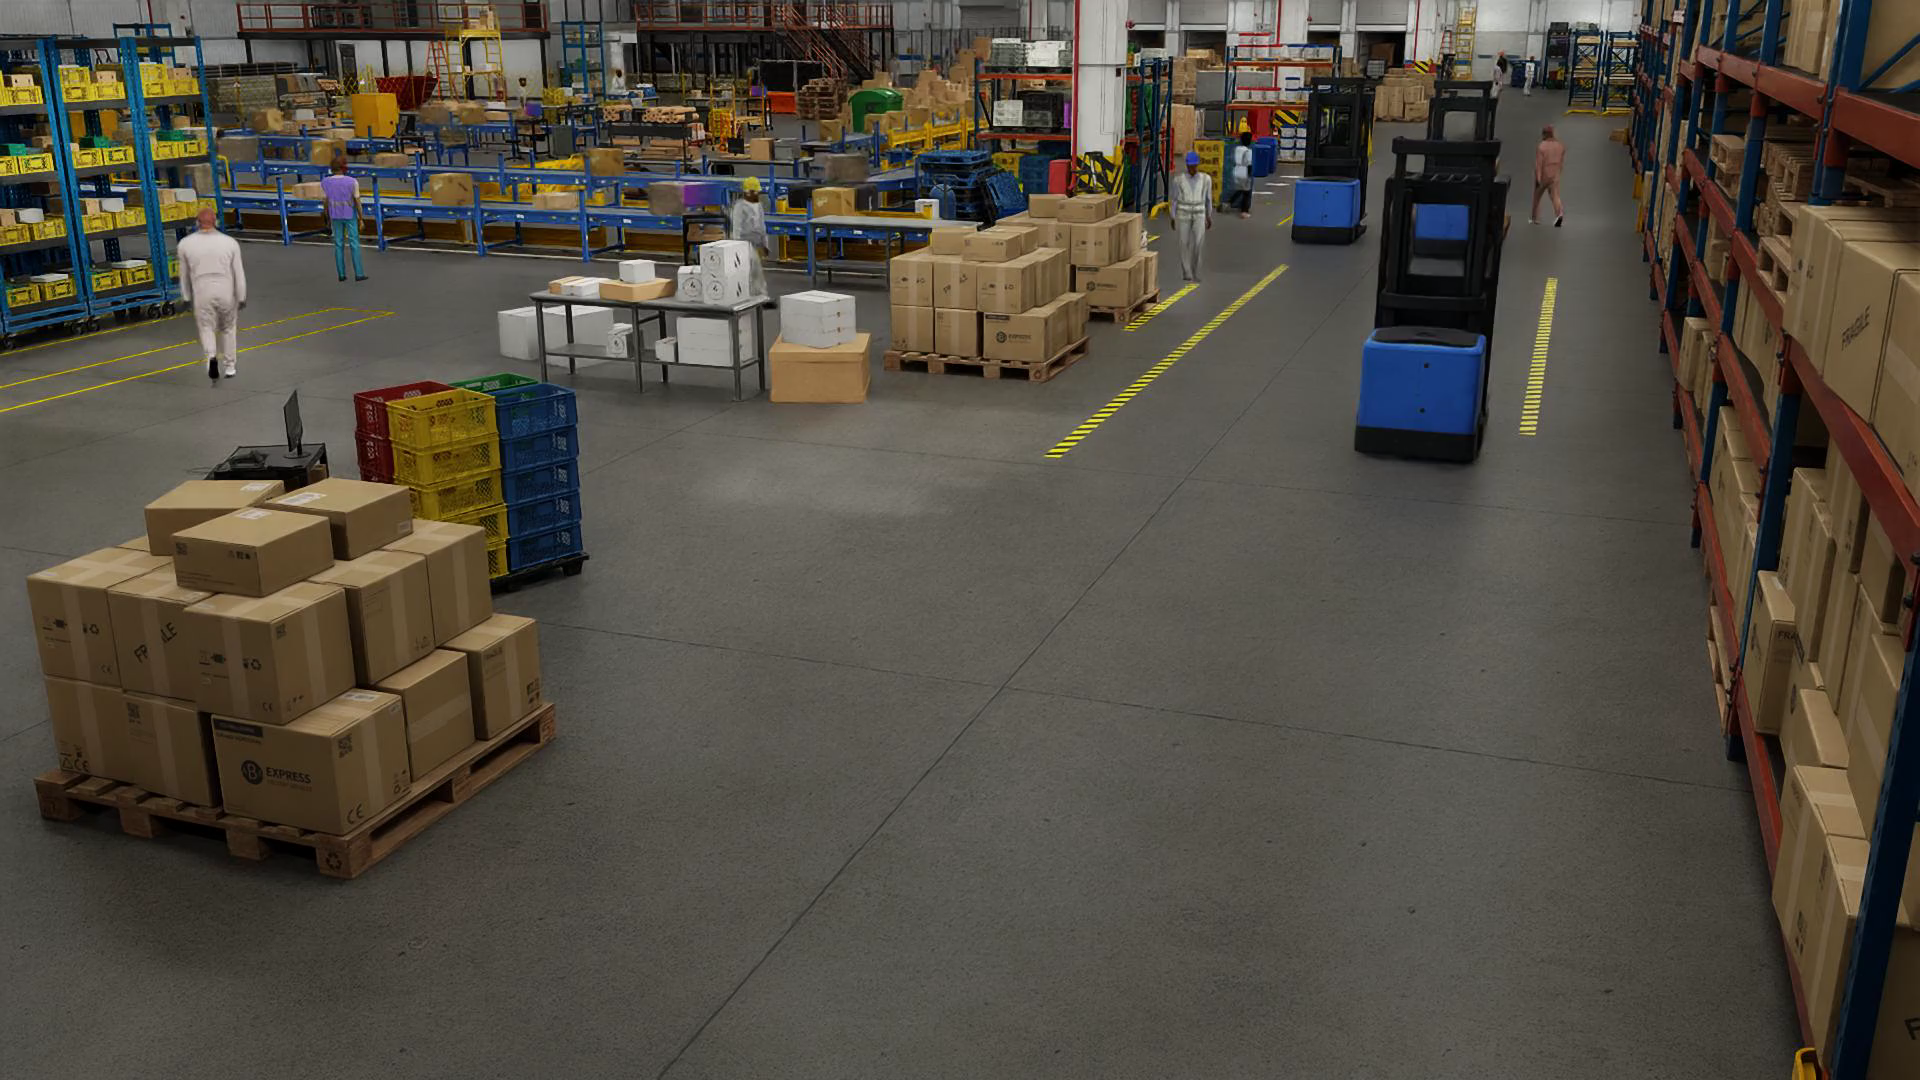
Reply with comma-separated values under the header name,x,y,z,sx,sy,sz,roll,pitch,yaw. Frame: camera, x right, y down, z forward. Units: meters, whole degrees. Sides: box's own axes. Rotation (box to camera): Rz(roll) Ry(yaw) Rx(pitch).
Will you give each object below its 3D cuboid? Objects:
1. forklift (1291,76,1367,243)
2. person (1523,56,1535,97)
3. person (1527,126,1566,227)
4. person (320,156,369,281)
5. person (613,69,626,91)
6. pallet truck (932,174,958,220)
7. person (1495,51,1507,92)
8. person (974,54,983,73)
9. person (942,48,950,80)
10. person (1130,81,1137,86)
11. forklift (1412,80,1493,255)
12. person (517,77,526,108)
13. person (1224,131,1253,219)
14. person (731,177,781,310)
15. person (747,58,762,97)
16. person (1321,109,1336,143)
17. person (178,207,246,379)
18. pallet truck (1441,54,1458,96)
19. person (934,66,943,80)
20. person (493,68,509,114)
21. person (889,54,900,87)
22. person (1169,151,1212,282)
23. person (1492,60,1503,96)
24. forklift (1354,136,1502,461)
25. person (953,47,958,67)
name,x,y,z,sx,sy,sz,roll,pitch,yaw
forklift,6.598,-6.755,29.381,1.129,2.768,1.873,6,19,19
person,26.956,-21.946,78.727,0.585,1.882,0.337,-12,21,-33
person,11.129,-6.873,31.406,0.642,1.864,0.959,-3,18,-9
person,-9.227,-4.801,24.918,0.570,1.845,0.384,-1,18,-2
person,-12.831,-16.801,62.649,0.976,1.838,0.593,7,19,21
pallet truck,-0.507,-5.292,27.348,0.653,1.274,1.630,6,19,19
person,27.208,-23.639,83.909,0.648,1.962,0.828,-7,19,-20
person,0.904,-20.987,75.470,0.569,2.029,0.616,-2,18,-5
person,-0.702,-26.006,91.392,0.633,1.941,0.465,-4,18,-12
person,9.403,-25.398,89.770,0.532,1.765,0.328,0,18,-1
forklift,8.304,-6.264,27.837,1.129,2.768,1.873,6,19,19
person,-14.231,-14.151,54.290,0.435,1.851,0.506,-9,20,-26
person,5.485,-7.110,32.433,0.455,1.682,0.554,-9,20,-25
person,-2.885,-4.047,22.659,0.957,1.788,0.597,8,19,24
person,-8.822,-19.690,71.386,0.884,2.000,0.685,11,21,31
person,10.424,-11.772,47.066,0.321,1.695,0.529,-13,22,-35
person,-8.133,-2.673,18.160,0.665,1.887,0.650,-7,19,-21
pallet truck,22.765,-21.886,78.355,0.823,1.965,1.885,-4,18,-14
person,-0.903,-17.229,63.887,0.552,1.898,0.983,-11,21,-31
person,-18.118,-17.717,65.633,0.522,1.769,0.318,-4,18,-12
person,-3.213,-23.185,82.607,0.649,1.888,0.616,7,19,22
person,3.449,-4.820,24.843,0.649,1.922,0.697,1,18,2
person,23.898,-20.400,73.963,0.431,1.835,0.624,6,19,17
forklift,4.376,-2.292,15.356,1.129,2.768,1.873,6,19,19
person,-0.163,-26.352,92.392,0.614,1.993,0.395,10,20,29
